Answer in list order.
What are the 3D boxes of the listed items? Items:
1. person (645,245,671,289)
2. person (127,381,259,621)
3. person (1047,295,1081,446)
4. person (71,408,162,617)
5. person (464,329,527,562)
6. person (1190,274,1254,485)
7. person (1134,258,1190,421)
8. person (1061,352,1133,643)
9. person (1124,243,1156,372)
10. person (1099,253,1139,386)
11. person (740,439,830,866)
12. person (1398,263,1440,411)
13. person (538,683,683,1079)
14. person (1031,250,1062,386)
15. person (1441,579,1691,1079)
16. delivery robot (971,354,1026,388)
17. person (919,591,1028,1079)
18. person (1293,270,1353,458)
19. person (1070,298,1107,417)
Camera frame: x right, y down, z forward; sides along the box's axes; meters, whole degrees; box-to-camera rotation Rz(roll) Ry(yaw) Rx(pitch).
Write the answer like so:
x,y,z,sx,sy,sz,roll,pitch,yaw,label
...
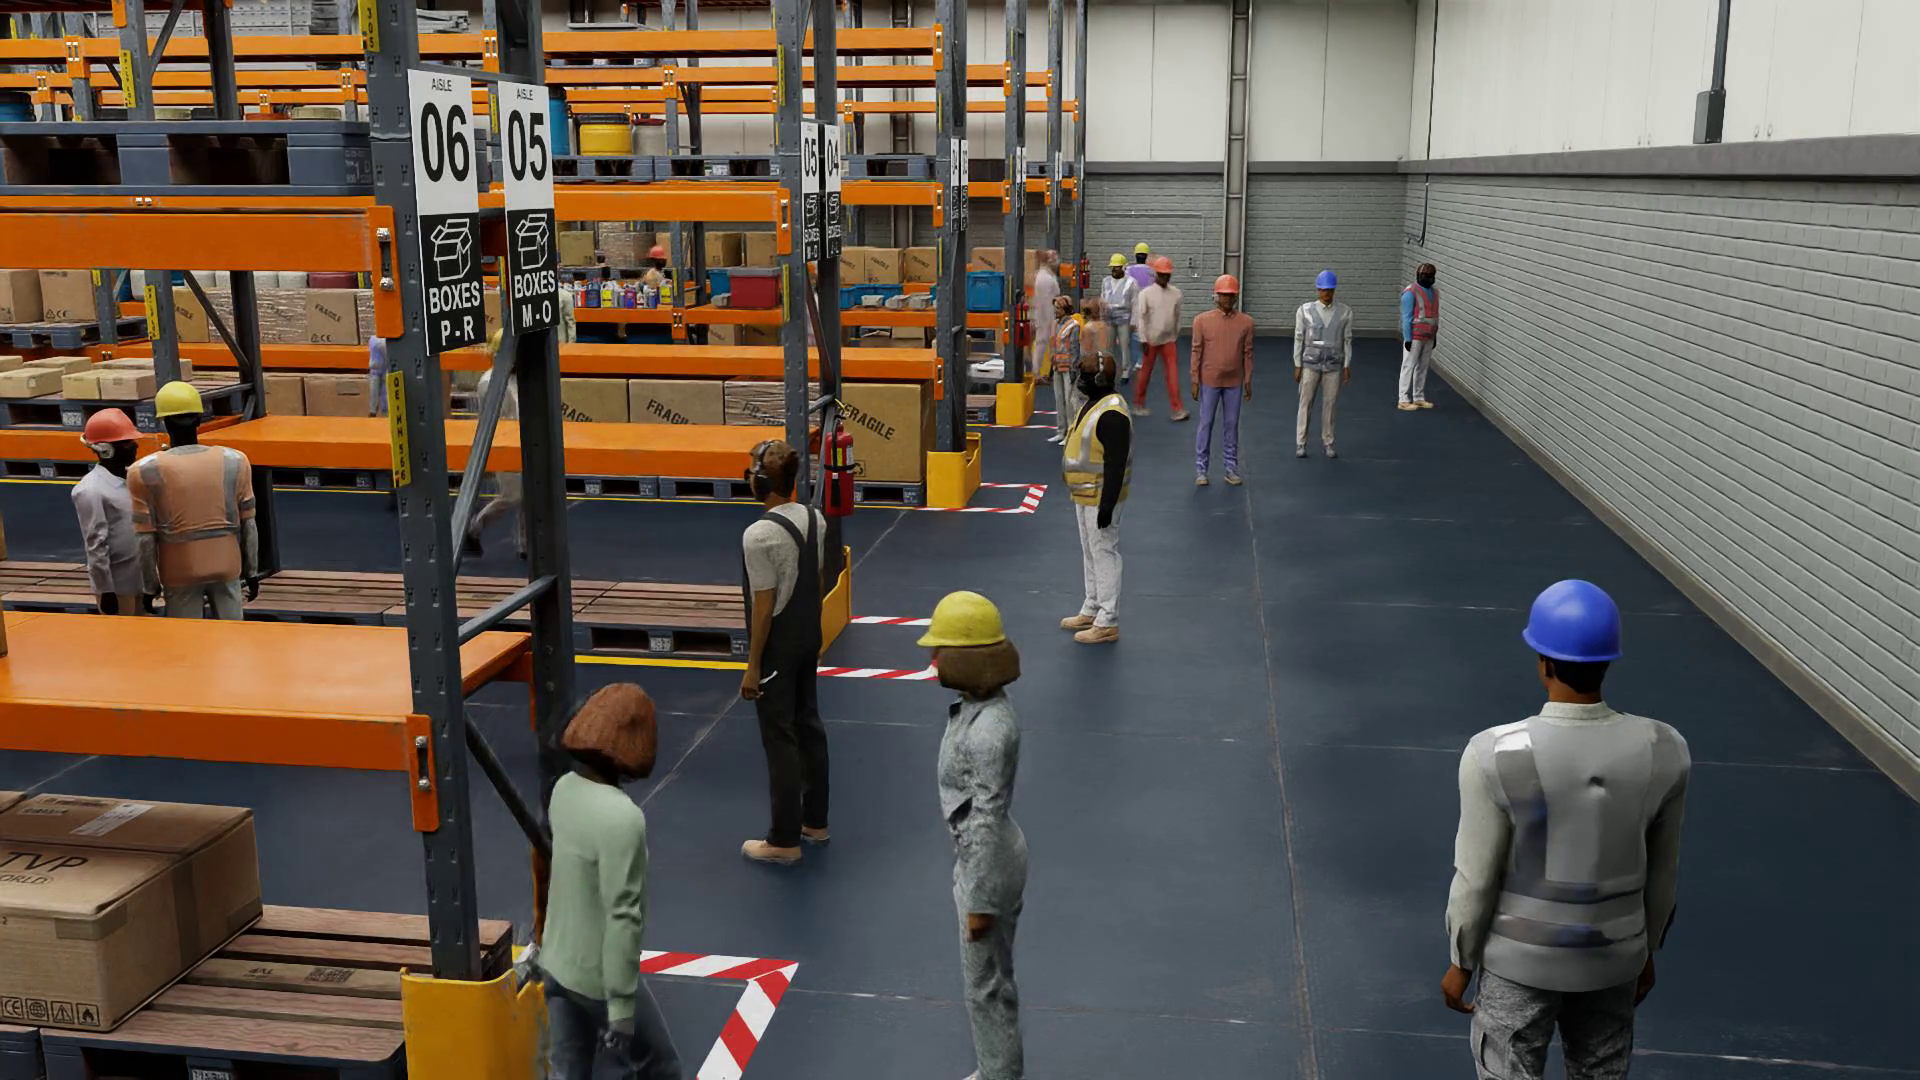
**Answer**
x,y,z,sx,sy,sz,roll,pitch,yaw,label
-4.300,-3.245,23.788,0.424,1.921,0.562,2,13,9,person
-3.857,0.156,8.429,0.587,1.927,0.365,-10,16,-37,person
1.146,-1.851,18.166,0.316,1.631,0.517,-7,14,-28,person
-4.345,0.186,8.676,0.321,1.755,0.563,0,12,-2,person
-3.441,-0.697,12.546,0.612,1.816,0.598,2,13,11,person
2.491,-1.517,15.821,0.612,1.997,0.375,-1,13,-6,person
2.404,-2.415,20.019,0.624,1.943,1.012,-5,13,-20,person
0.861,-0.275,10.567,0.429,1.843,0.631,-2,13,-9,person
2.688,-3.445,24.723,0.598,1.912,0.473,2,13,10,person
2.196,-3.075,23.226,0.593,1.833,0.404,8,15,31,person
-0.759,0.481,7.145,0.327,1.843,0.514,7,14,28,person
5.770,-2.541,20.831,0.624,1.835,0.431,-10,16,-38,person
-0.901,1.176,4.576,0.767,1.587,0.549,-9,16,-36,person
1.319,-3.077,23.110,0.752,1.882,0.669,1,13,5,person
1.545,1.057,4.309,0.605,1.950,0.380,-2,13,-7,person
0.503,-2.219,22.059,0.707,0.478,0.477,8,15,31,delivery robot
0.041,1.001,5.053,0.324,1.735,0.489,-1,13,-3,person
3.774,-1.823,17.312,0.605,1.949,0.402,1,13,3,person
1.406,-1.800,17.948,0.501,1.622,0.522,7,14,28,person
